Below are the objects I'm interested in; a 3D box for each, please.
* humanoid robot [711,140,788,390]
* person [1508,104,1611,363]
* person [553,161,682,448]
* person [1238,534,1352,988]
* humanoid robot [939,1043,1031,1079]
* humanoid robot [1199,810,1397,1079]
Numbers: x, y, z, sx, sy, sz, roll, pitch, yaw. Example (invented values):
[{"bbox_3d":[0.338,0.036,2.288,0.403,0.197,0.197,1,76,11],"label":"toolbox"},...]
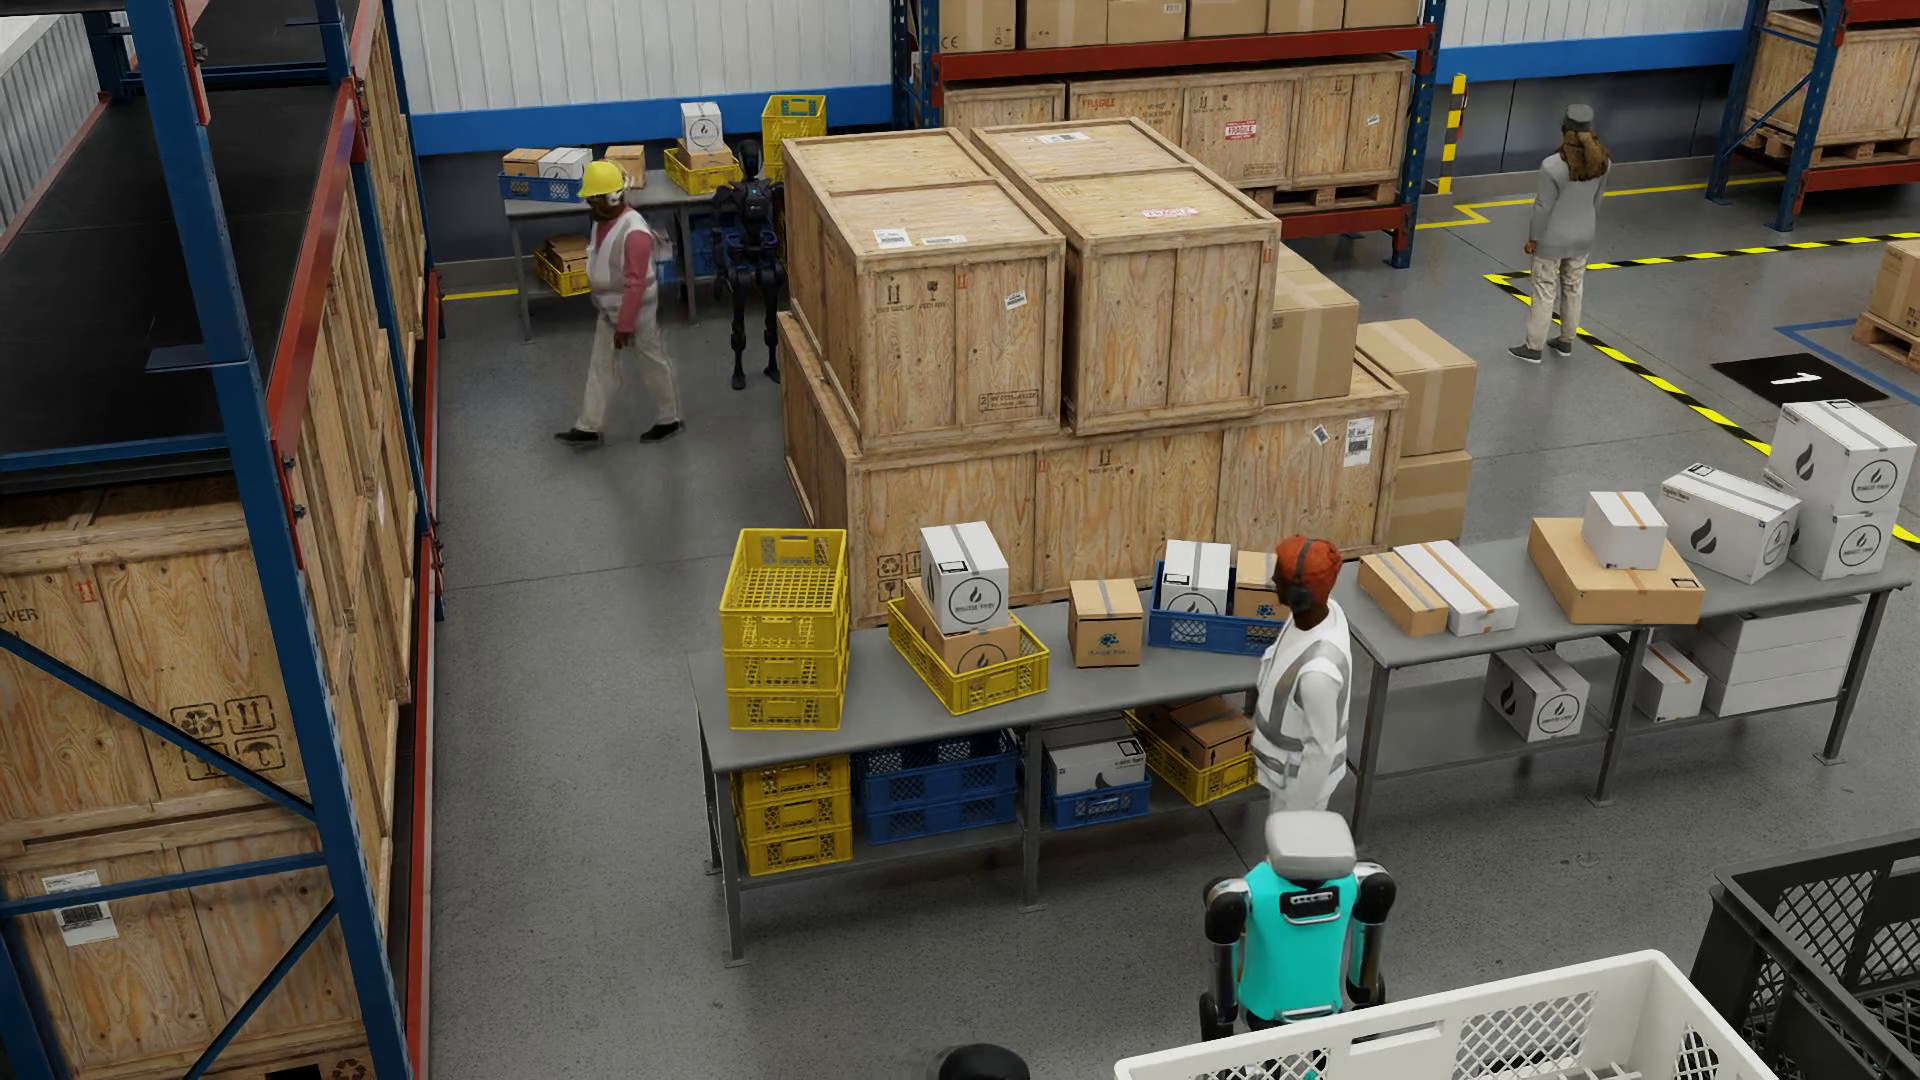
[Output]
[{"bbox_3d":[-1.340,-1.808,10.922,0.599,1.657,0.315,-10,30,-17],"label":"humanoid robot"},{"bbox_3d":[4.097,-2.073,11.329,0.567,1.762,0.405,-12,31,-20],"label":"person"},{"bbox_3d":[-2.119,-1.368,10.018,0.855,1.793,0.602,-22,36,-34],"label":"person"},{"bbox_3d":[1.194,0.823,5.951,0.355,1.881,0.574,4,29,7],"label":"person"},{"bbox_3d":[0.032,1.901,4.206,0.386,1.643,0.609,-2,29,-3],"label":"humanoid robot"},{"bbox_3d":[0.967,1.604,4.581,0.531,1.691,0.730,-5,29,-9],"label":"humanoid robot"}]
